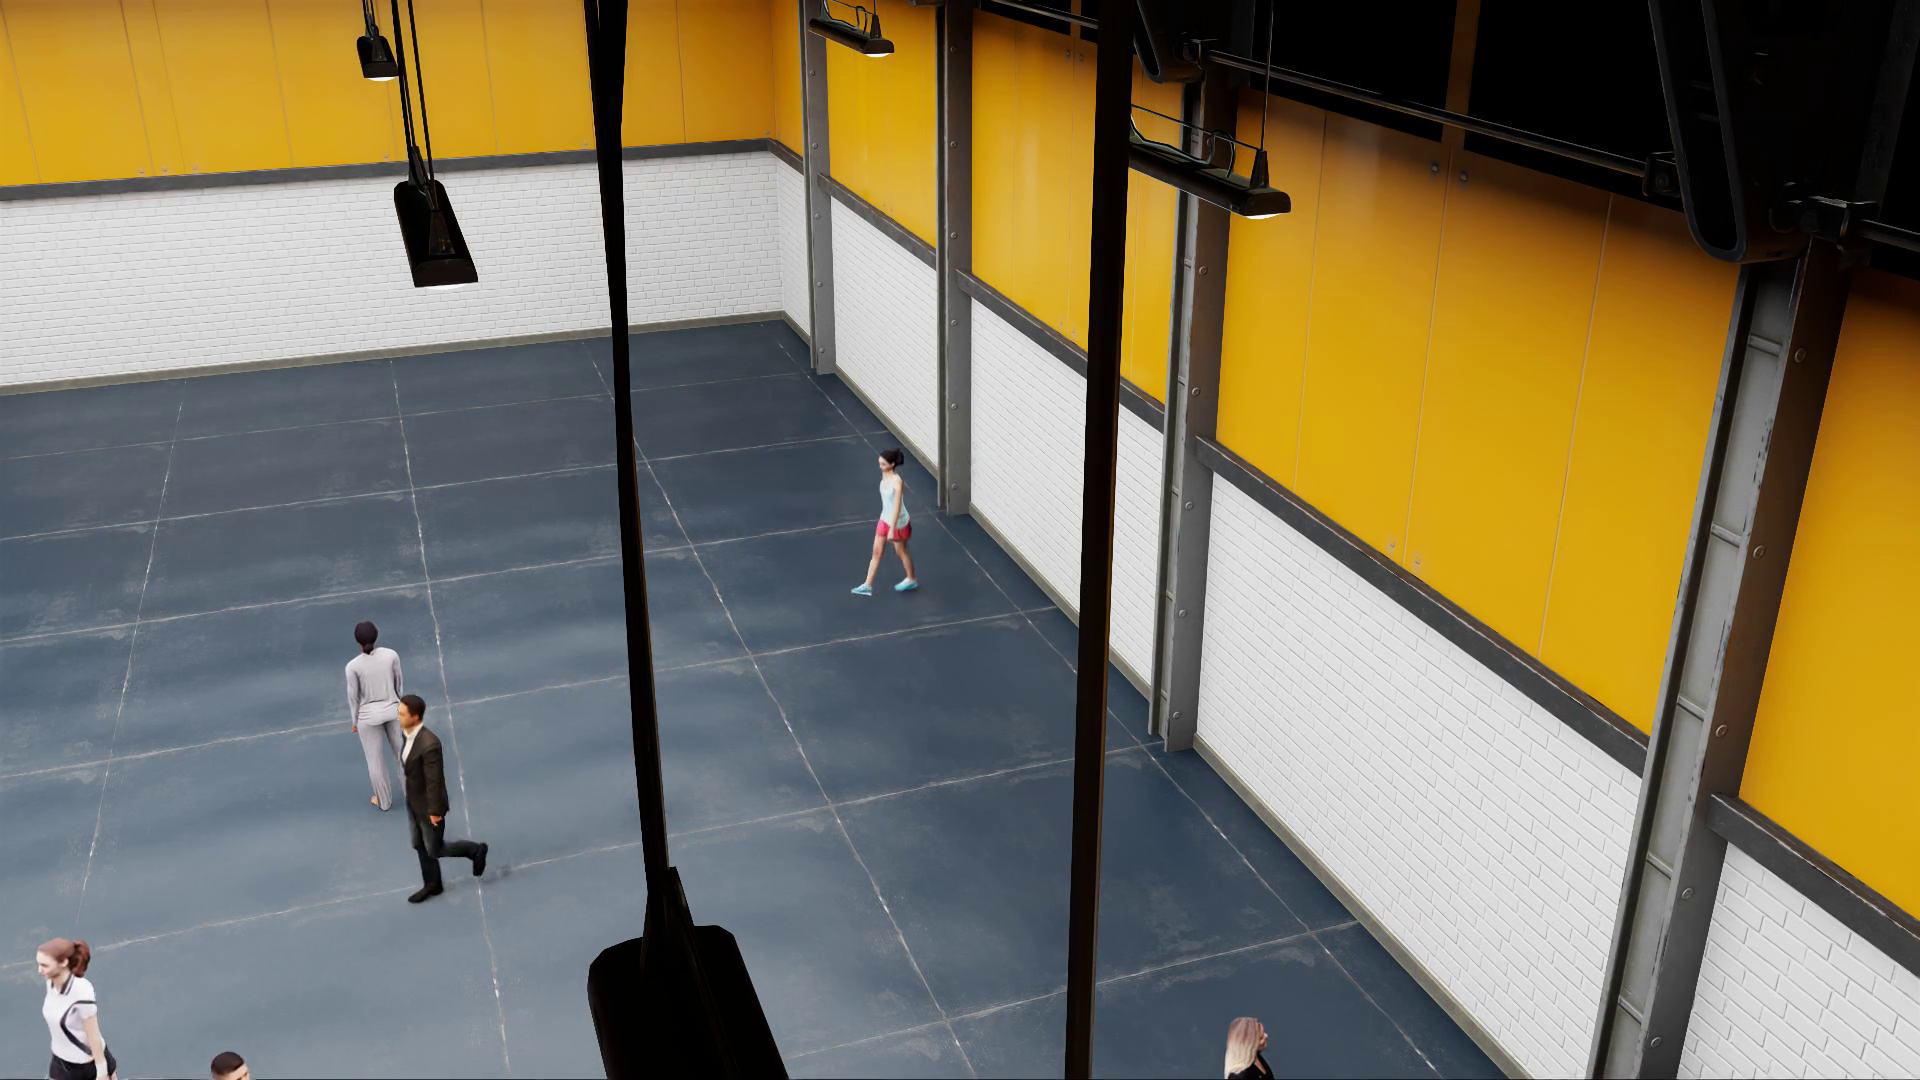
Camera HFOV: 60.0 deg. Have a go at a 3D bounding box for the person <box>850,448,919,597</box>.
[{"bbox_3d":[-0.639,-0.180,18.081,0.828,1.731,1.045,-11,26,-24],"label":"person"}]

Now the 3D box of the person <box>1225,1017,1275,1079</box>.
[{"bbox_3d":[1.631,3.490,9.745,0.746,1.684,0.620,3,24,6],"label":"person"}]

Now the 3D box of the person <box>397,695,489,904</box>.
[{"bbox_3d":[-4.091,2.004,13.015,0.958,1.788,0.966,-20,31,-38],"label":"person"}]

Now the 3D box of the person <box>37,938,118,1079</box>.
[{"bbox_3d":[-5.376,3.196,10.373,1.067,1.719,1.109,11,26,24],"label":"person"}]

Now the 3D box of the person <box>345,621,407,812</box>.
[{"bbox_3d":[-4.966,1.494,14.248,0.687,1.735,0.641,-17,29,-33],"label":"person"}]
